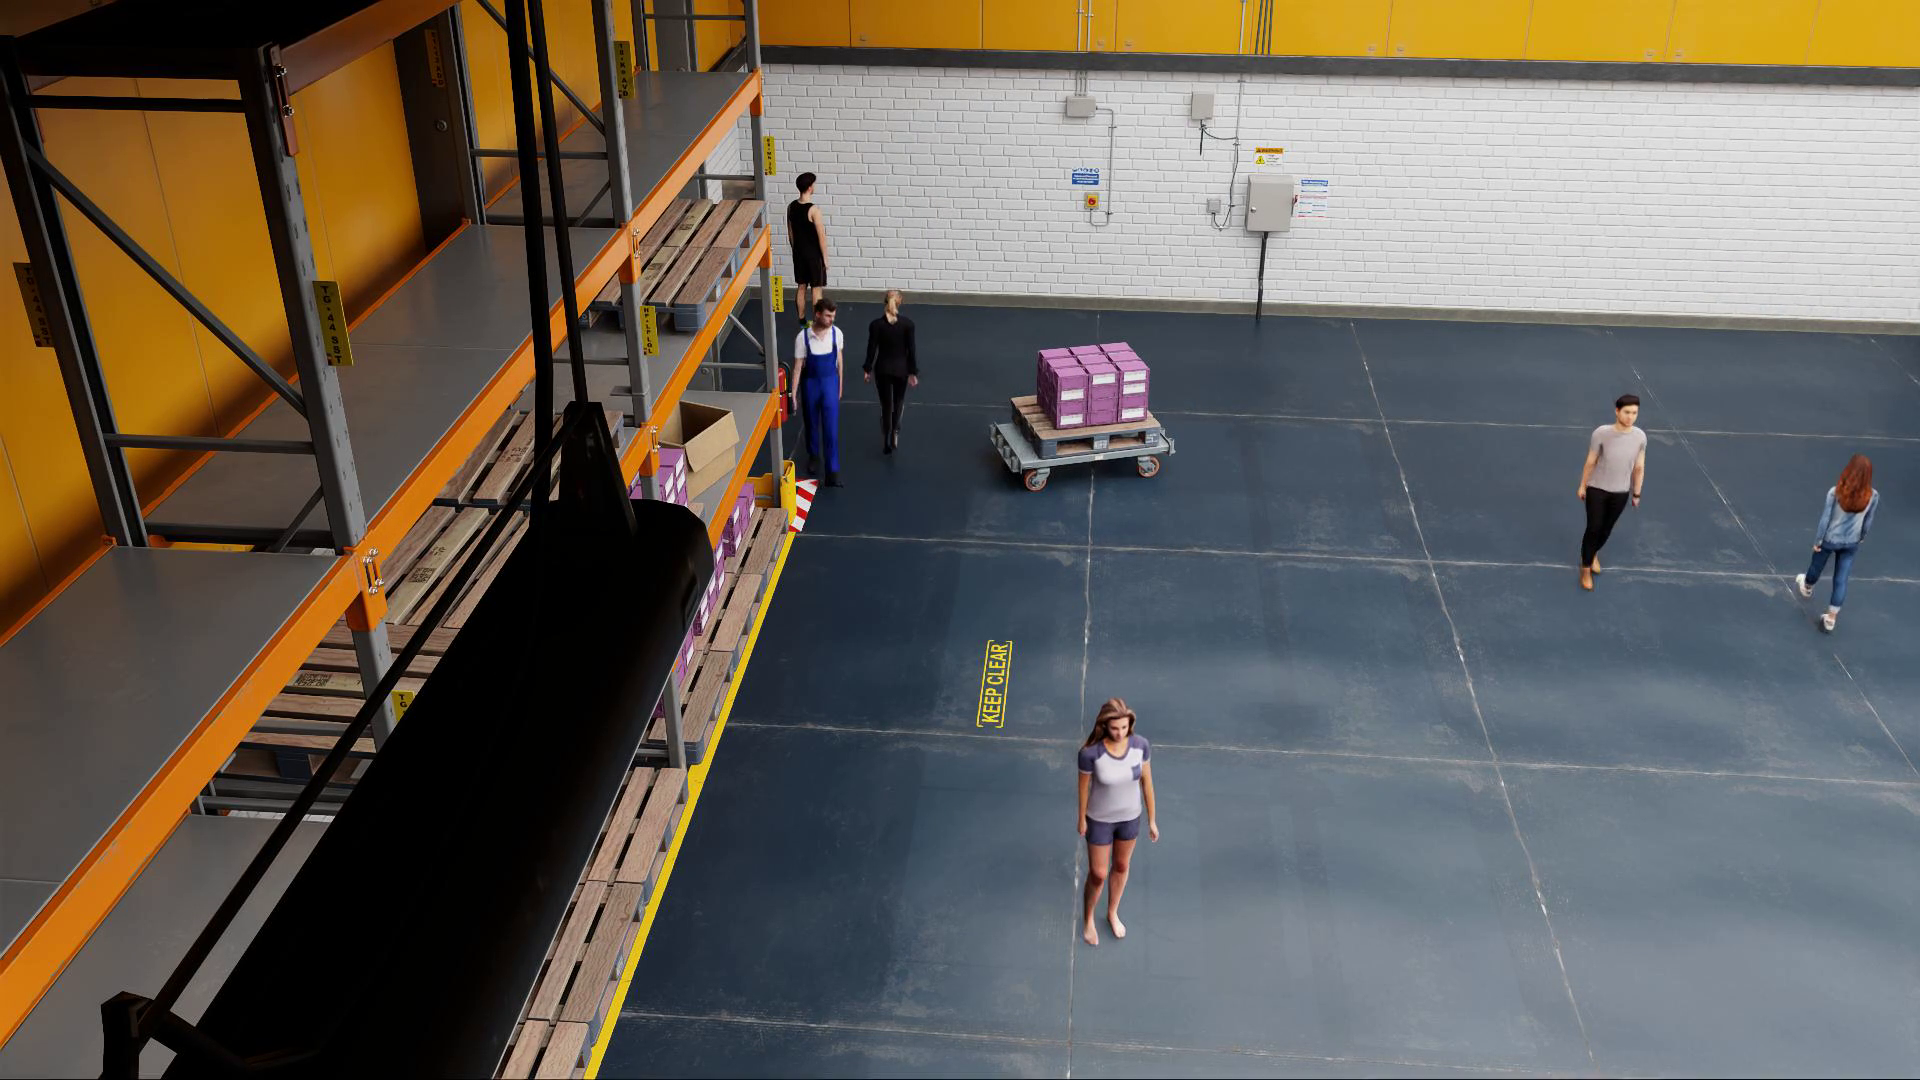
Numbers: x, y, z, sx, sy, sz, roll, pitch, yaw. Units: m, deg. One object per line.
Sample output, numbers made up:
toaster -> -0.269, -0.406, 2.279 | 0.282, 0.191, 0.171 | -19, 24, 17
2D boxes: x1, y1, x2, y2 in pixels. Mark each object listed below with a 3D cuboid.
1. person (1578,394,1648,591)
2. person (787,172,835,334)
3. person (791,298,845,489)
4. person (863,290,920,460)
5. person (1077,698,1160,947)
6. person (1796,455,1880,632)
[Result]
person -> 5.503, -0.481, 14.134 | 0.636, 1.703, 0.910 | 4, 29, 7
person -> -1.736, -3.272, 19.053 | 0.766, 1.892, 0.759 | 17, 33, 29
person -> -1.343, -1.456, 15.820 | 0.956, 1.800, 1.201 | -5, 29, -9
person -> -0.638, -1.573, 16.152 | 0.752, 1.688, 0.695 | -5, 29, -9
person -> 0.931, 1.656, 10.195 | 0.704, 1.723, 0.716 | -6, 29, -12
person -> 7.129, 0.046, 13.439 | 0.648, 1.443, 1.002 | 5, 29, 10
